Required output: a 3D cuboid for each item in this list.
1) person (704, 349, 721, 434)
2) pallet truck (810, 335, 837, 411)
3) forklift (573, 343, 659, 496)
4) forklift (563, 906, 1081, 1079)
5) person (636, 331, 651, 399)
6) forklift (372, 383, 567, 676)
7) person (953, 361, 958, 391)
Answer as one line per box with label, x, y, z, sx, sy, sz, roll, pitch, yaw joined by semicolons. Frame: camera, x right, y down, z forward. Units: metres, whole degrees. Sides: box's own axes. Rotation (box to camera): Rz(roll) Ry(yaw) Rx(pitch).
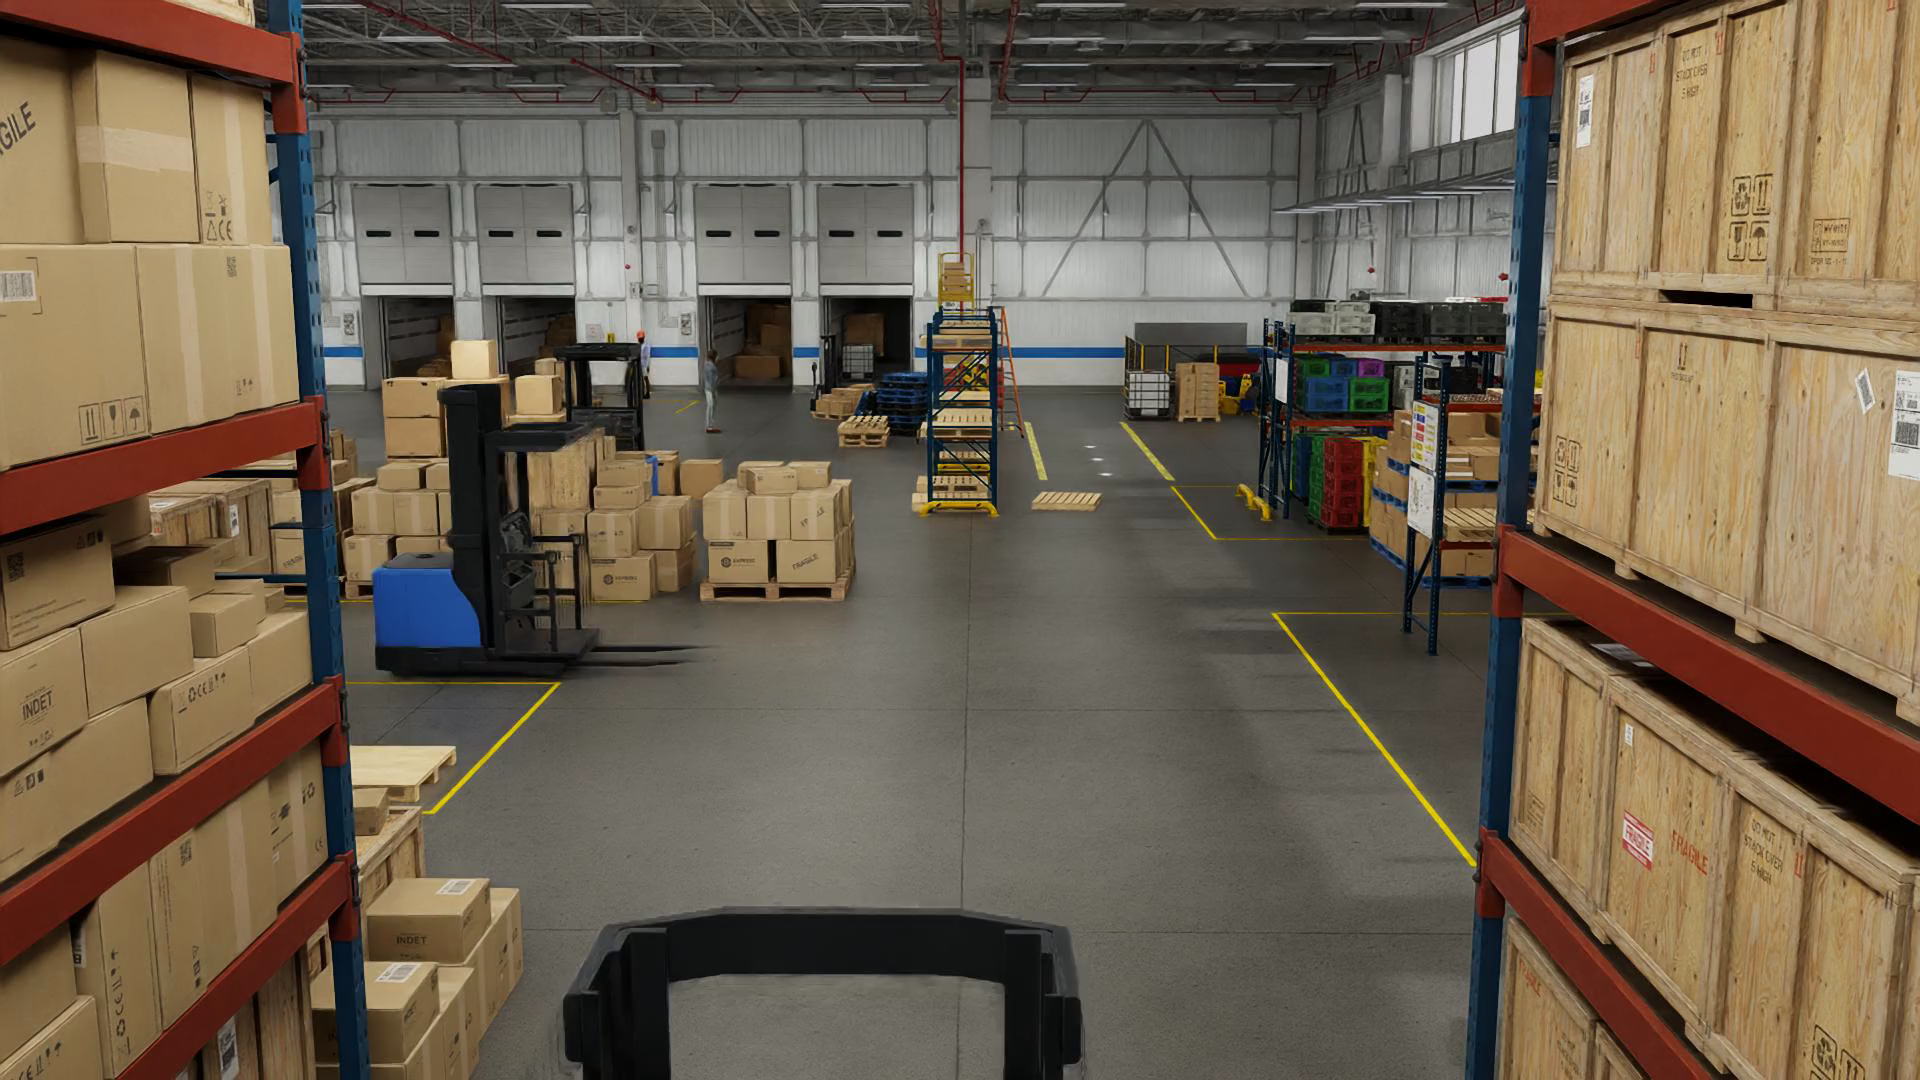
person;-5.677;-3.400;38.030;0.352;1.937;0.635;-3;10;-15
pallet truck;-3.021;-4.312;43.126;1.885;1.965;0.823;3;10;17
forklift;-5.085;-1.475;24.210;1.129;2.768;1.873;0;10;1
forklift;-0.244;2.140;3.358;1.129;2.768;1.873;0;10;1
person;-8.976;-4.944;46.977;0.543;1.929;0.387;8;12;38
forklift;-4.779;-0.134;16.474;1.873;2.768;1.129;0;10;1
person;0.040;-3.976;41.551;0.643;1.866;0.595;-9;13;-41
